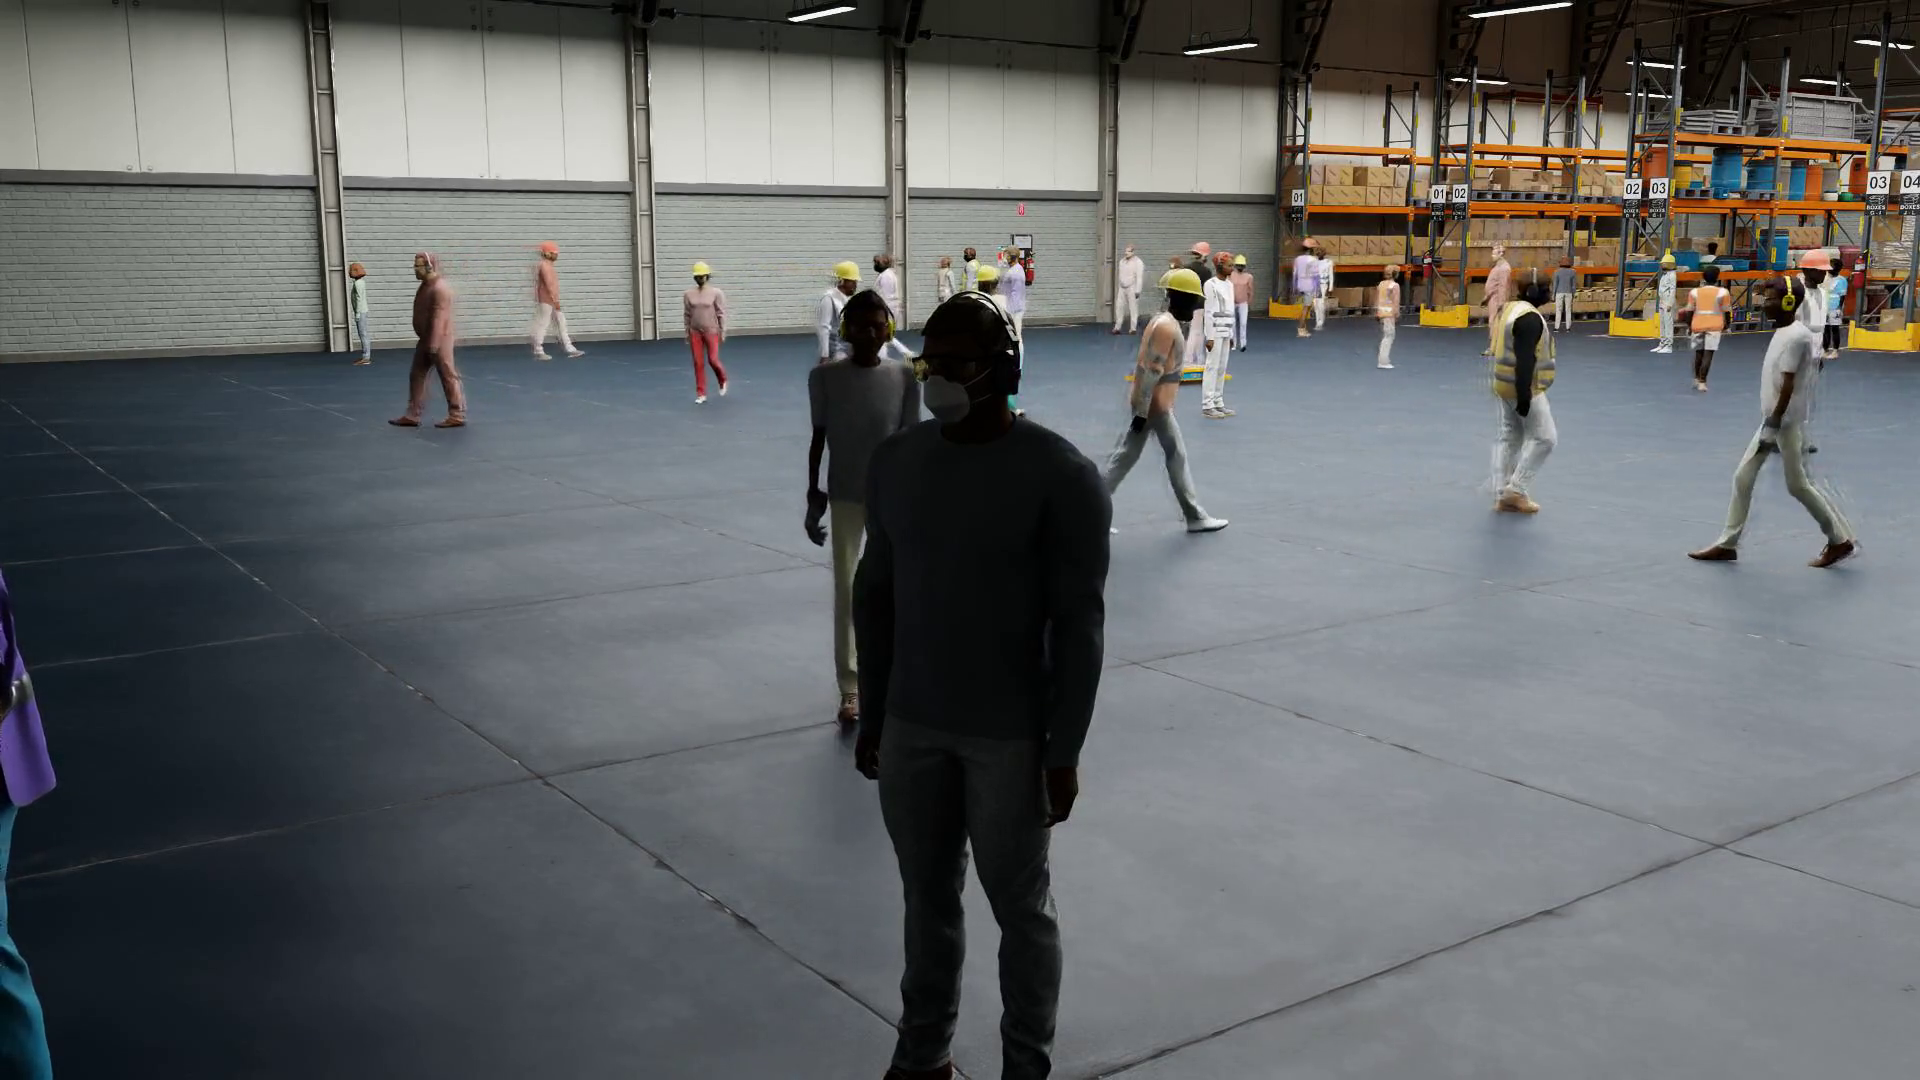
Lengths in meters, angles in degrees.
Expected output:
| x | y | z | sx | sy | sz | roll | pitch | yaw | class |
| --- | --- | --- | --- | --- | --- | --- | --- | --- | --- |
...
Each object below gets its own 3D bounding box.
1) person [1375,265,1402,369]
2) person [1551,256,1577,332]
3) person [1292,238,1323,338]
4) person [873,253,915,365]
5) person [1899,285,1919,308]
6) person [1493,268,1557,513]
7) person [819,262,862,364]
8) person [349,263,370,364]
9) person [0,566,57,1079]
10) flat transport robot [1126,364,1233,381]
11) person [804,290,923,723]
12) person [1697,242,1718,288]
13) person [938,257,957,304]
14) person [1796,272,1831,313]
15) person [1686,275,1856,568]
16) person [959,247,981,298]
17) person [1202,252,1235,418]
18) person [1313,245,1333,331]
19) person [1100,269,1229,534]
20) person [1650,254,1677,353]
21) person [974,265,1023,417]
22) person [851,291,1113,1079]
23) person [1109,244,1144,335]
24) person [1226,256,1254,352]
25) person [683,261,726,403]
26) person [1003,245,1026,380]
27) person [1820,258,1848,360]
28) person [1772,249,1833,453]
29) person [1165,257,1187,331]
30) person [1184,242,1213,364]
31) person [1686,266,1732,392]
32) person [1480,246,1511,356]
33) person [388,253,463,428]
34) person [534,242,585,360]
| x | y | z | sx | sy | sz | roll | pitch | yaw | class |
| --- | --- | --- | --- | --- | --- | --- | --- | --- | --- |
| 6.731 | -3.477 | 25.955 | 0.473 | 1.619 | 0.549 | -3 | 11 | -15 | person |
| 13.080 | -5.319 | 36.034 | 0.507 | 1.632 | 0.272 | 1 | 10 | 5 | person |
| 7.130 | -5.130 | 33.925 | 0.615 | 2.019 | 0.623 | -6 | 12 | -30 | person |
| -1.056 | -3.397 | 24.998 | 0.642 | 1.818 | 0.625 | 0 | 10 | 2 | person |
| 19.205 | -4.988 | 33.415 | 0.625 | 1.931 | 0.368 | 4 | 11 | 23 | person |
| 4.207 | -1.095 | 12.342 | 0.480 | 1.827 | 0.659 | 1 | 10 | 8 | person |
| -1.136 | -1.951 | 17.115 | 0.788 | 1.787 | 0.627 | 5 | 12 | 27 | person |
| -9.746 | -3.669 | 26.989 | 0.278 | 1.633 | 0.507 | -3 | 11 | -14 | person |
| -2.039 | 0.540 | 3.338 | 0.381 | 1.841 | 0.566 | -9 | 14 | -41 | person |
| 3.108 | -2.356 | 23.529 | 1.431 | 0.197 | 0.652 | -7 | 12 | -33 | flat transport robot |
| -0.385 | -0.143 | 7.123 | 0.542 | 1.825 | 0.918 | -1 | 10 | -8 | person |
| 18.962 | -6.585 | 42.177 | 0.952 | 1.930 | 0.616 | -8 | 13 | -36 | person |
| -0.257 | -5.094 | 34.808 | 0.380 | 1.636 | 0.536 | -6 | 12 | -31 | person |
| 13.370 | -3.637 | 26.359 | 0.737 | 1.805 | 0.606 | -4 | 11 | -22 | person |
| 5.147 | -0.728 | 10.346 | 0.940 | 1.833 | 0.536 | 2 | 10 | 9 | person |
| 0.196 | -4.904 | 33.190 | 0.429 | 1.844 | 0.625 | 2 | 11 | 12 | person |
| 2.965 | -2.338 | 19.002 | 0.341 | 1.883 | 0.587 | 7 | 12 | 34 | person |
| 7.843 | -5.530 | 36.578 | 0.583 | 1.858 | 0.741 | 9 | 14 | 40 | person |
| 1.318 | -0.946 | 11.524 | 1.066 | 1.842 | 0.595 | -1 | 10 | -4 | person |
| 12.563 | -4.205 | 29.624 | 0.295 | 1.743 | 0.493 | 1 | 10 | 3 | person |
| 0.363 | -1.993 | 17.435 | 0.440 | 1.754 | 0.566 | 5 | 12 | 26 | person |
| 0.024 | 0.422 | 3.726 | 0.632 | 1.940 | 0.372 | 6 | 12 | 31 | person |
| 3.475 | -5.238 | 34.872 | 0.679 | 1.887 | 0.704 | 10 | 14 | 43 | person |
| 5.010 | -4.250 | 29.953 | 0.529 | 1.719 | 0.921 | 2 | 10 | 9 | person |
| -3.167 | -2.590 | 20.743 | 0.529 | 1.757 | 0.517 | 2 | 11 | 11 | person |
| 0.762 | -3.260 | 23.912 | 0.372 | 1.940 | 0.632 | 0 | 10 | 0 | person |
| 14.666 | -3.883 | 27.989 | 0.316 | 1.696 | 0.540 | -1 | 10 | -8 | person |
| 8.029 | -1.776 | 15.778 | 0.551 | 1.935 | 0.375 | -7 | 12 | -32 | person |
| 4.636 | -5.251 | 35.677 | 0.397 | 1.621 | 0.530 | -9 | 14 | -41 | person |
| 3.716 | -3.543 | 25.367 | 0.818 | 1.963 | 0.661 | -6 | 12 | -29 | person |
| 10.028 | -2.815 | 22.221 | 0.543 | 1.666 | 0.803 | 10 | 14 | 42 | person |
| 9.328 | -4.164 | 28.980 | 0.442 | 1.903 | 0.662 | 1 | 10 | 8 | person |
| -5.763 | -2.117 | 17.798 | 0.863 | 1.872 | 0.680 | -8 | 13 | -36 | person |
| -6.761 | -3.996 | 27.894 | 0.939 | 1.954 | 0.623 | 0 | 10 | -1 | person |
